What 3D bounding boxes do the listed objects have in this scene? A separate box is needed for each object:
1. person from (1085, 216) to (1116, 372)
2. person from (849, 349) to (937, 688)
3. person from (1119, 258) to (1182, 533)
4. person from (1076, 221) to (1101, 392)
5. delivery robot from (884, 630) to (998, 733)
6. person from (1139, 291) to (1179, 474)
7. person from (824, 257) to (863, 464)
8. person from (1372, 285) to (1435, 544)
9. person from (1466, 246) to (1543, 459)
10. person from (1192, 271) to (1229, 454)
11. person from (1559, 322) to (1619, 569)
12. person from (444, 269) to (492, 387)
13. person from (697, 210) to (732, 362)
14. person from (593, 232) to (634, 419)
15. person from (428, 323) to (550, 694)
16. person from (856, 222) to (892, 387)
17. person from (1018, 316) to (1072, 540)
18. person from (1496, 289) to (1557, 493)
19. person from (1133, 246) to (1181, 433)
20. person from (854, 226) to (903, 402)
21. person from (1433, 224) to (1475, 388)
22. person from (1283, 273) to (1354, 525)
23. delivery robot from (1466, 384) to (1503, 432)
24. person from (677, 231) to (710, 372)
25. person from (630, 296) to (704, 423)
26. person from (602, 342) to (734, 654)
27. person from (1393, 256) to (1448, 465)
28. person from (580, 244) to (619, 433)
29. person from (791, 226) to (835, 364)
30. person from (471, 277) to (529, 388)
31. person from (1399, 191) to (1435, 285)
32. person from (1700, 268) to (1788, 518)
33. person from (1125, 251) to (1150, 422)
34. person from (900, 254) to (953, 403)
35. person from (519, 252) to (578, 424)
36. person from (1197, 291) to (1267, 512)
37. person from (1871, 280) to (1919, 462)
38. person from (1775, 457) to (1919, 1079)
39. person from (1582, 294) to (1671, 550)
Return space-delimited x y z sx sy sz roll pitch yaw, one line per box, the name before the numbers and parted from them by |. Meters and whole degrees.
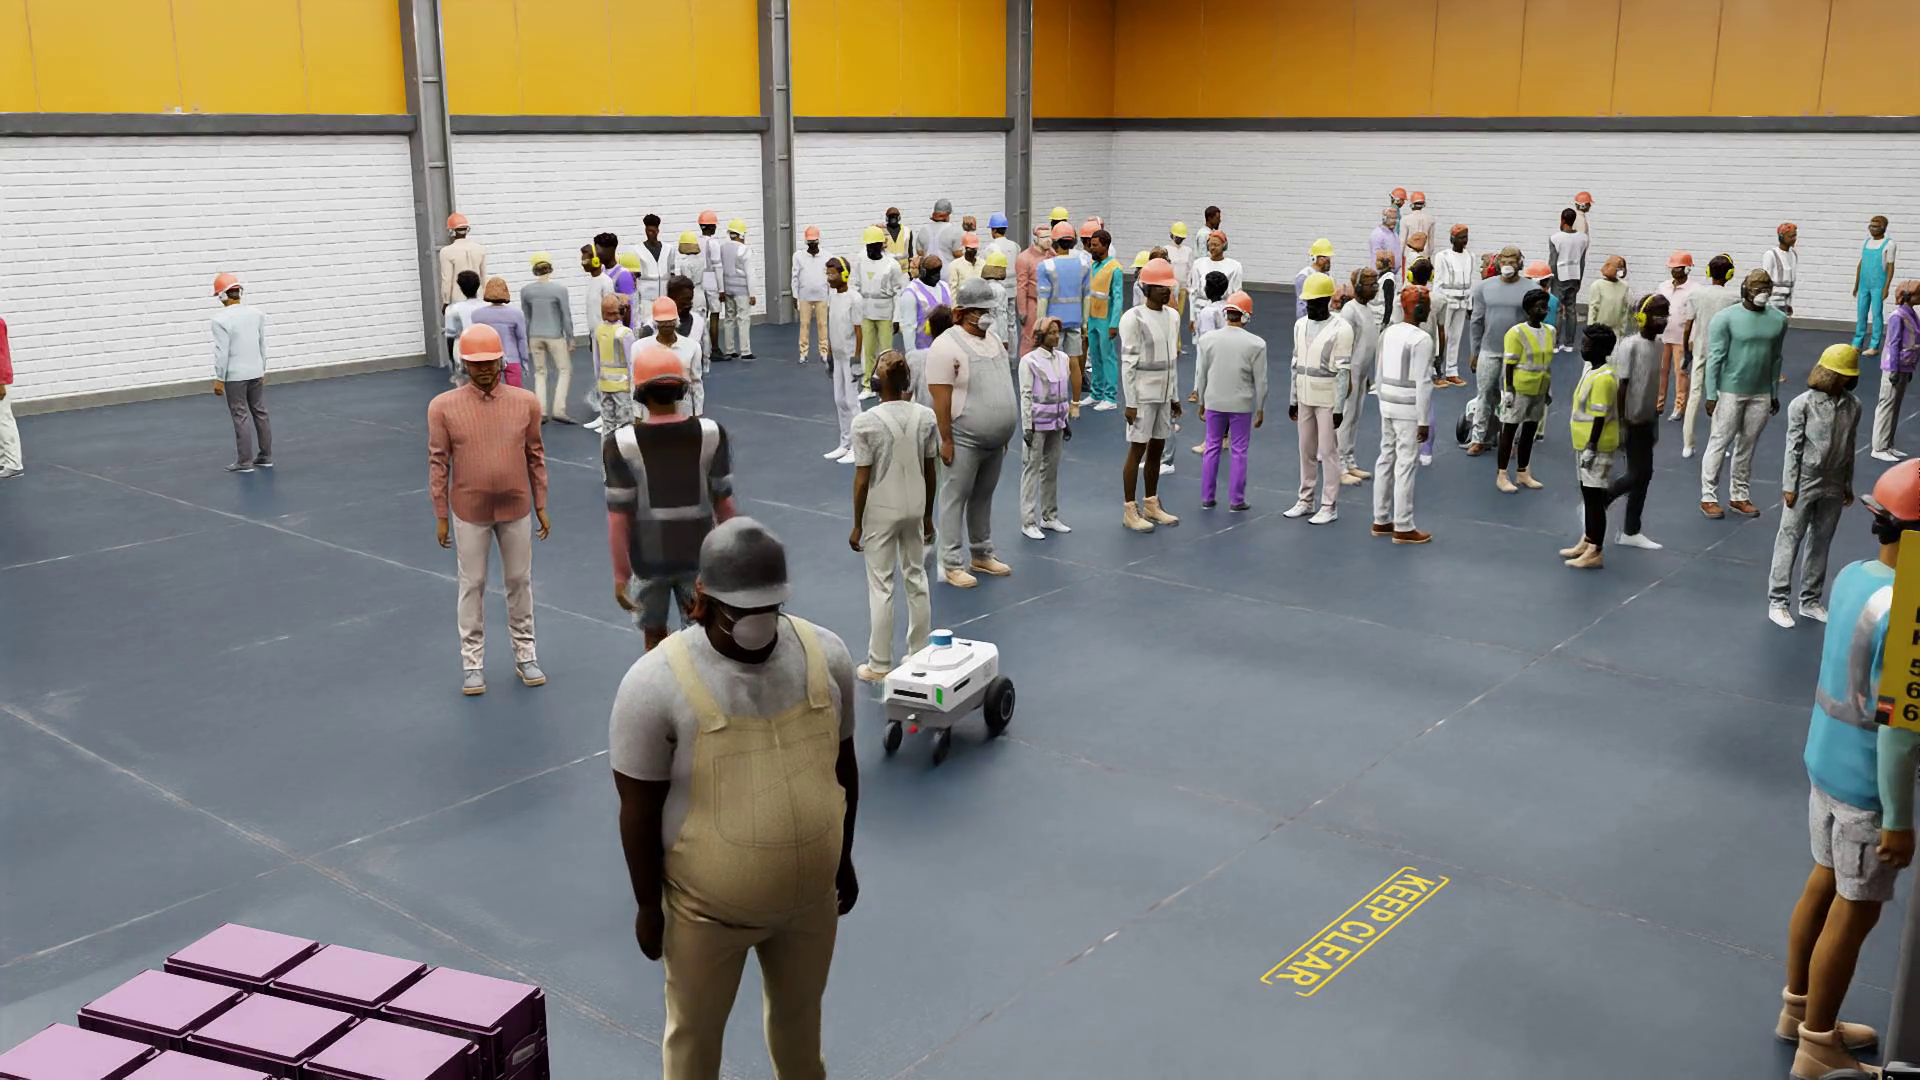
person | 1.653 -3.037 20.585 0.409 1.908 0.639 -6 15 -22
person | -0.364 -0.113 9.024 0.507 1.846 0.344 -8 16 -30
person | 1.457 -1.087 12.514 0.373 2.044 0.606 14 19 43
person | 1.474 -2.666 19.034 0.356 1.936 0.551 0 14 1
delivery robot | -0.088 0.688 8.247 0.477 0.478 0.707 7 16 25
person | 1.753 -1.392 14.560 0.280 1.634 0.499 -2 14 -10
person | -1.056 -1.624 15.051 0.346 1.857 0.523 -10 17 -34
person | 3.251 -0.918 12.165 0.358 1.882 0.574 -5 15 -18
person | 4.977 -1.714 15.230 0.628 1.940 0.377 6 15 24
person | 2.356 -1.641 15.429 0.316 1.695 0.541 10 17 34
person | 4.366 -0.649 11.478 0.320 1.694 0.537 3 14 11
person | -4.604 -1.732 15.805 0.551 1.681 0.449 -5 15 -18
person | -3.225 -3.271 21.454 0.544 1.939 0.354 12 18 40
person | -3.527 -2.154 16.959 0.374 1.958 0.604 -11 18 -37
person | -2.515 -0.168 8.937 0.622 1.993 0.382 -7 16 -26
person | -0.939 -2.727 19.344 0.402 1.906 0.652 7 16 26
person | 0.627 -0.838 12.327 0.307 1.645 0.514 13 19 41
person | 4.720 -1.241 13.831 0.537 1.696 0.321 -7 16 -27
person | 1.946 -1.968 16.433 0.506 1.847 0.343 10 17 34
person | -0.915 -2.478 18.307 0.590 1.926 0.388 8 16 29
person | 5.747 -2.723 19.374 0.573 1.883 0.355 -7 16 -26
person | 2.735 -1.083 12.751 0.397 1.920 0.587 -9 16 -31
delivery robot | 5.157 -1.278 16.103 0.477 0.478 0.707 9 16 31
person | -3.284 -2.896 20.349 0.313 1.744 0.487 4 15 17
person | -2.218 -0.975 12.649 0.560 1.753 0.328 -4 15 -16
person | -1.330 0.101 7.815 0.615 2.027 0.777 -5 15 -20
person | 4.074 -1.593 14.879 0.520 1.877 0.328 0 14 -2
person | -3.578 -2.001 16.526 0.310 1.864 0.532 -8 16 -30
person | -1.876 -3.133 21.274 0.562 1.752 0.324 -2 14 -6
person | -4.273 -1.630 15.514 0.500 1.633 0.282 -2 14 -9
person | 7.102 -4.436 25.995 0.612 1.995 0.382 -4 14 -14
person | 6.070 -1.131 12.899 0.635 1.937 0.353 -2 14 -10
person | 1.873 -2.028 16.834 0.327 1.769 0.525 -2 14 -8
person | -0.285 -1.802 15.814 0.428 1.828 0.648 13 19 41
person | -4.200 -2.048 16.949 0.562 1.750 0.430 2 14 8
person | 2.149 -1.086 13.134 0.574 1.738 0.352 7 15 25
person | 8.550 -1.546 15.156 0.307 1.645 0.514 12 18 40
person | 2.881 0.742 5.233 0.400 2.039 0.610 3 14 12
person | 4.844 -0.844 11.947 0.517 1.848 0.448 -11 18 -38
